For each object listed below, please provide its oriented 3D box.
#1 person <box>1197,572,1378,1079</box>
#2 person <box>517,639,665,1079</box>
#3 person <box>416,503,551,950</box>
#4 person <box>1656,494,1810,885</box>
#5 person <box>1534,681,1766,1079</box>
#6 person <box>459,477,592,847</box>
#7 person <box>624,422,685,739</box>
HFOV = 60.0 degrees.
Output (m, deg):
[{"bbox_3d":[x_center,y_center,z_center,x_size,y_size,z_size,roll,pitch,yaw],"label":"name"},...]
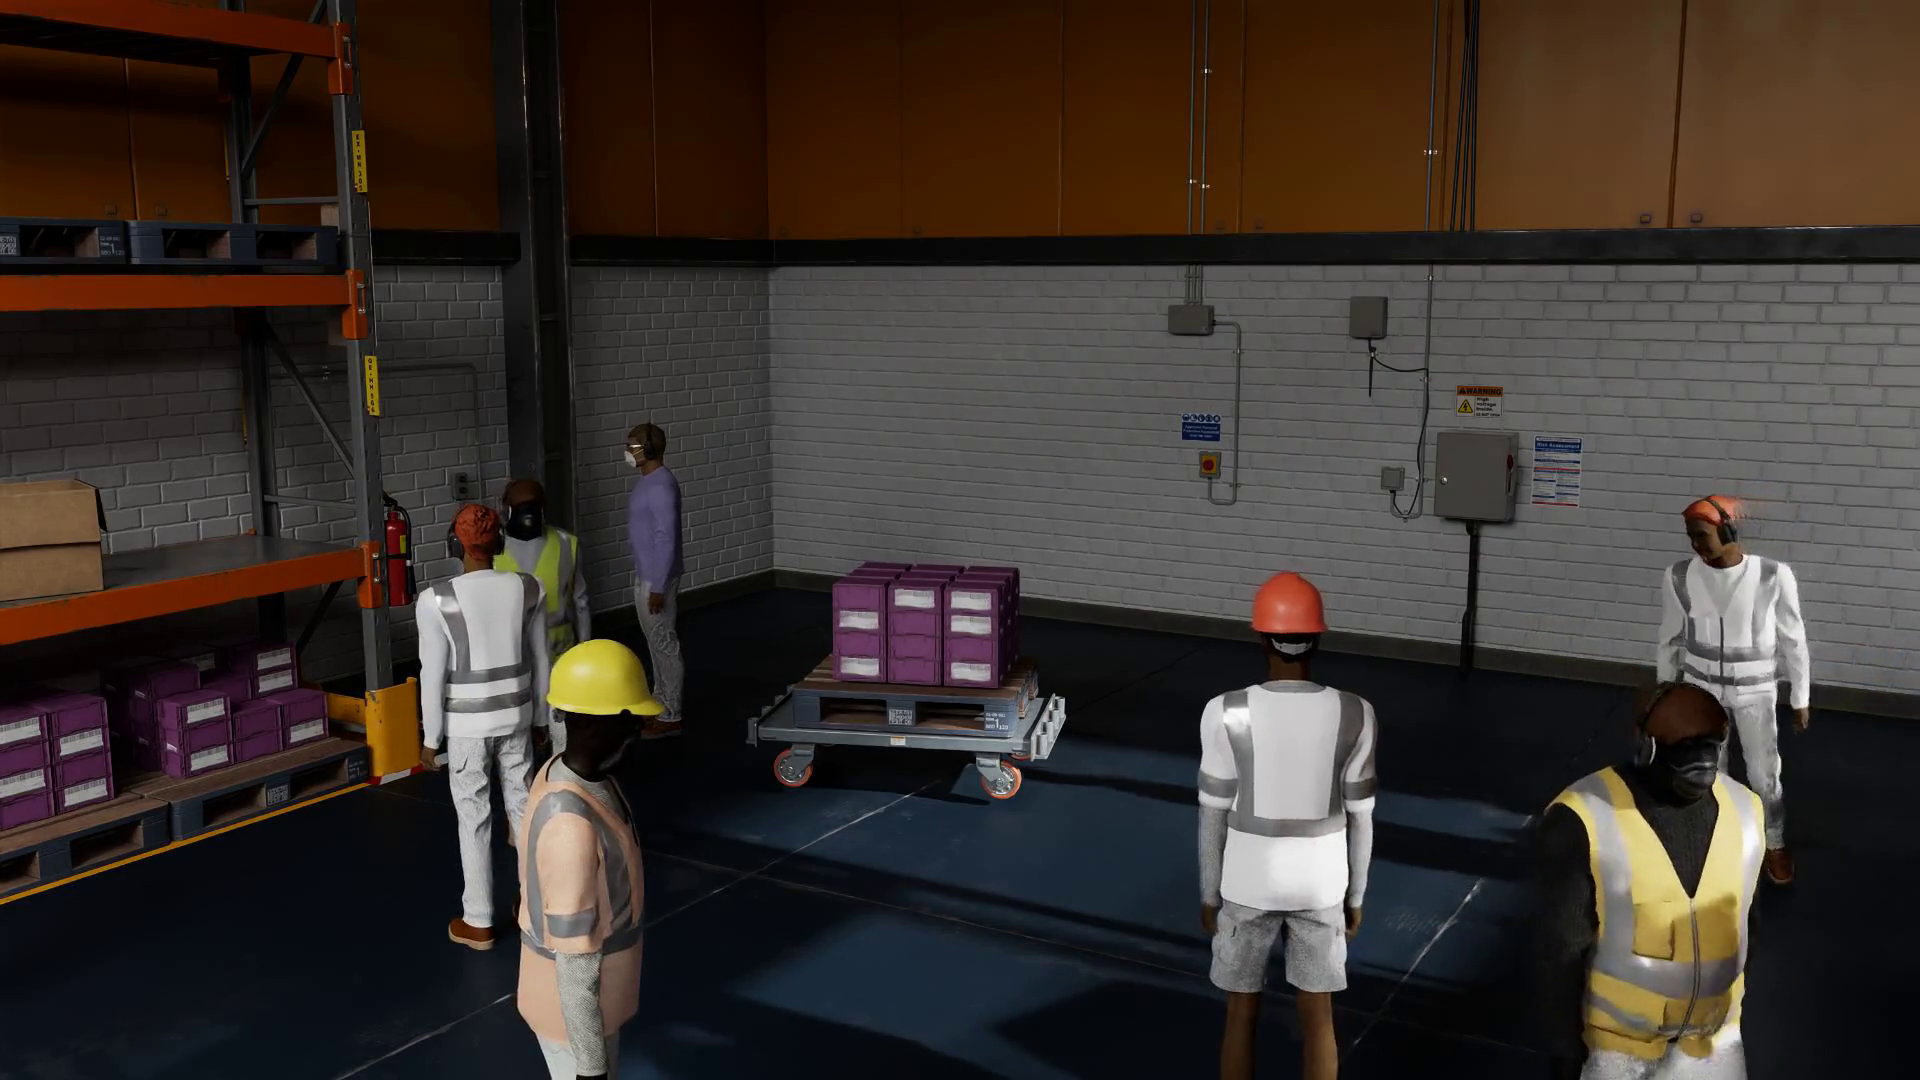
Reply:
[{"bbox_3d":[0.996,1.057,5.171,0.543,1.929,0.383,0,9,2],"label":"person"},{"bbox_3d":[-0.949,1.198,4.345,0.394,1.919,0.581,-2,9,-10],"label":"person"},{"bbox_3d":[-1.998,0.782,7.029,0.577,1.882,0.349,-7,12,-38],"label":"person"},{"bbox_3d":[3.564,0.698,7.651,0.638,1.853,0.634,8,12,39],"label":"person"},{"bbox_3d":[1.782,1.266,4.206,0.642,1.822,0.719,-1,9,-4],"label":"person"},{"bbox_3d":[-2.155,0.603,8.311,0.647,1.838,0.459,-3,10,-20],"label":"person"},{"bbox_3d":[-1.881,0.243,10.223,0.365,1.939,0.636,-3,10,-17],"label":"person"}]
